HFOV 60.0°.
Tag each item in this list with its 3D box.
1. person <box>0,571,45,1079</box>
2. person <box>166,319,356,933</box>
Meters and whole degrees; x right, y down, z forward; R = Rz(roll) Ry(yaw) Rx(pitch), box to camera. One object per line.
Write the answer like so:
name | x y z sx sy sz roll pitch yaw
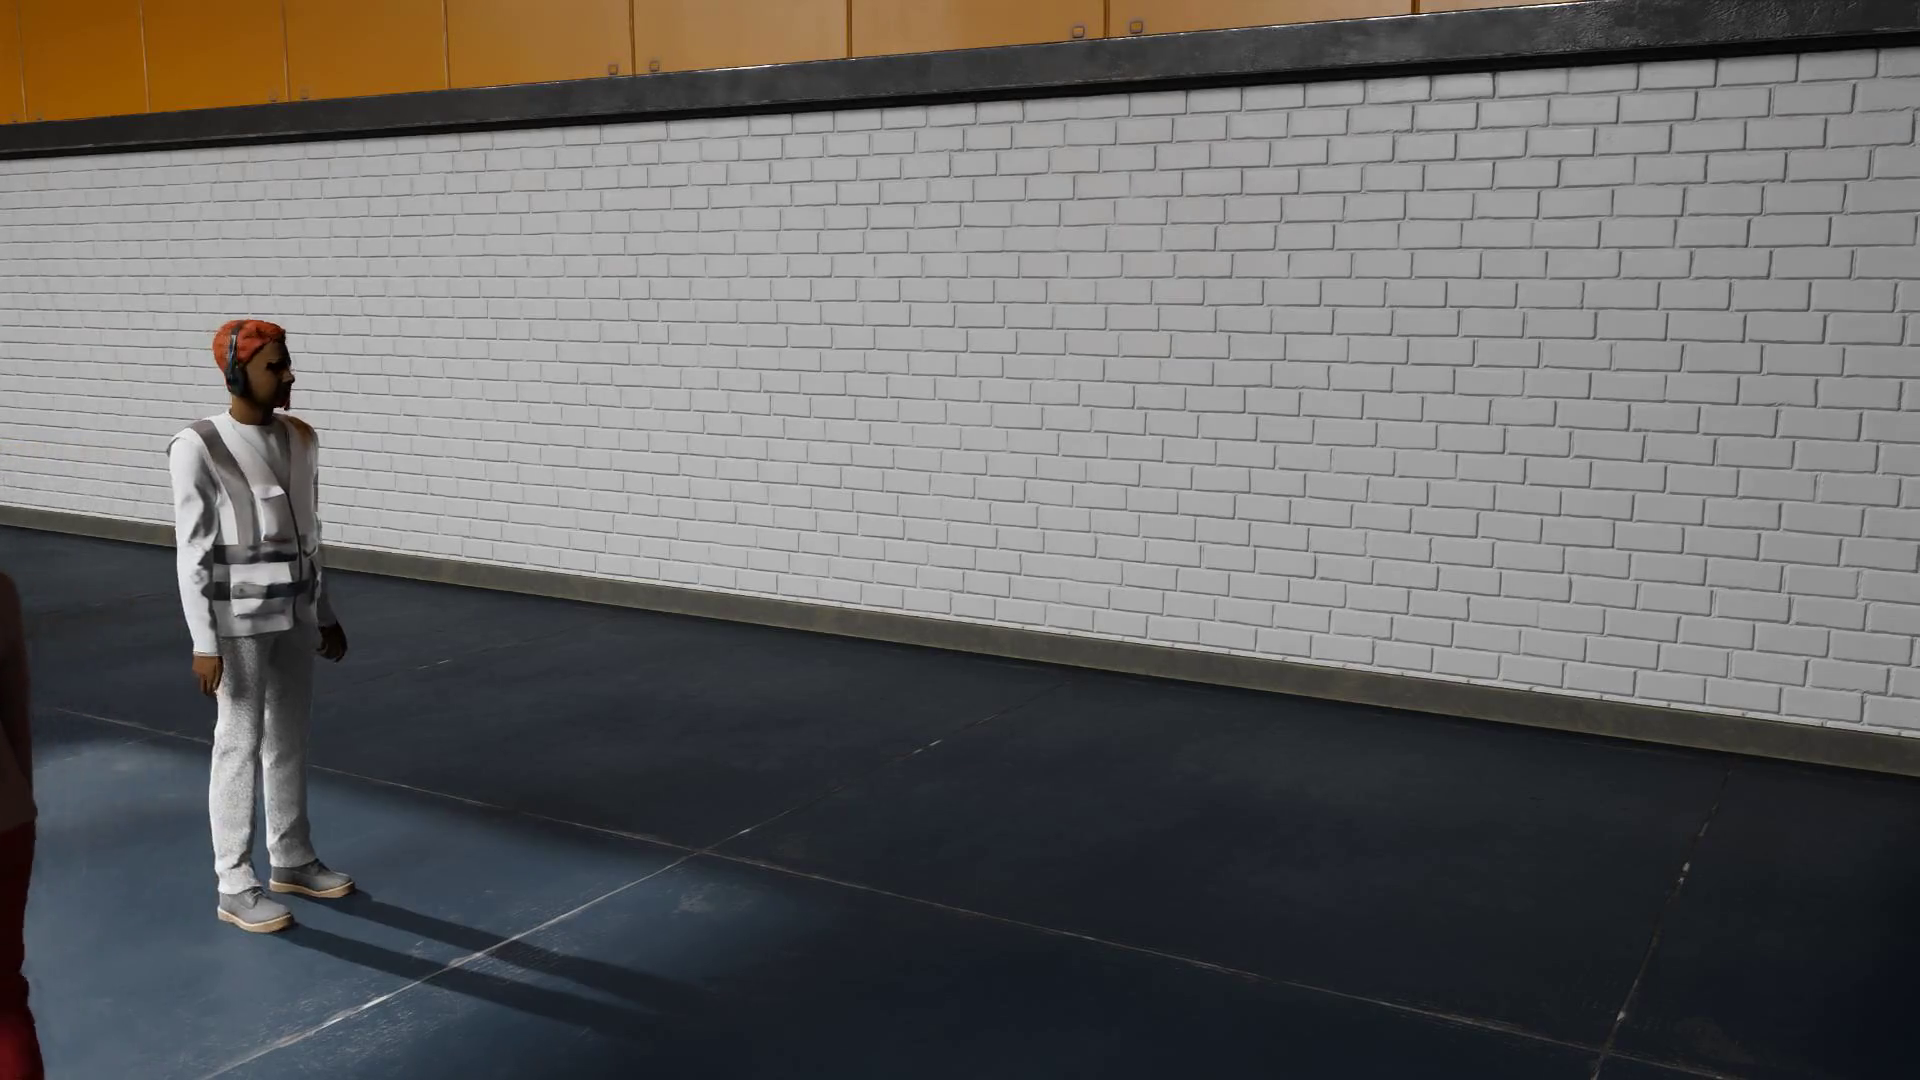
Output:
person | -2.088 0.613 3.362 0.378 1.750 0.559 2 9 12
person | -2.165 0.257 5.214 0.370 1.882 0.603 3 10 18
